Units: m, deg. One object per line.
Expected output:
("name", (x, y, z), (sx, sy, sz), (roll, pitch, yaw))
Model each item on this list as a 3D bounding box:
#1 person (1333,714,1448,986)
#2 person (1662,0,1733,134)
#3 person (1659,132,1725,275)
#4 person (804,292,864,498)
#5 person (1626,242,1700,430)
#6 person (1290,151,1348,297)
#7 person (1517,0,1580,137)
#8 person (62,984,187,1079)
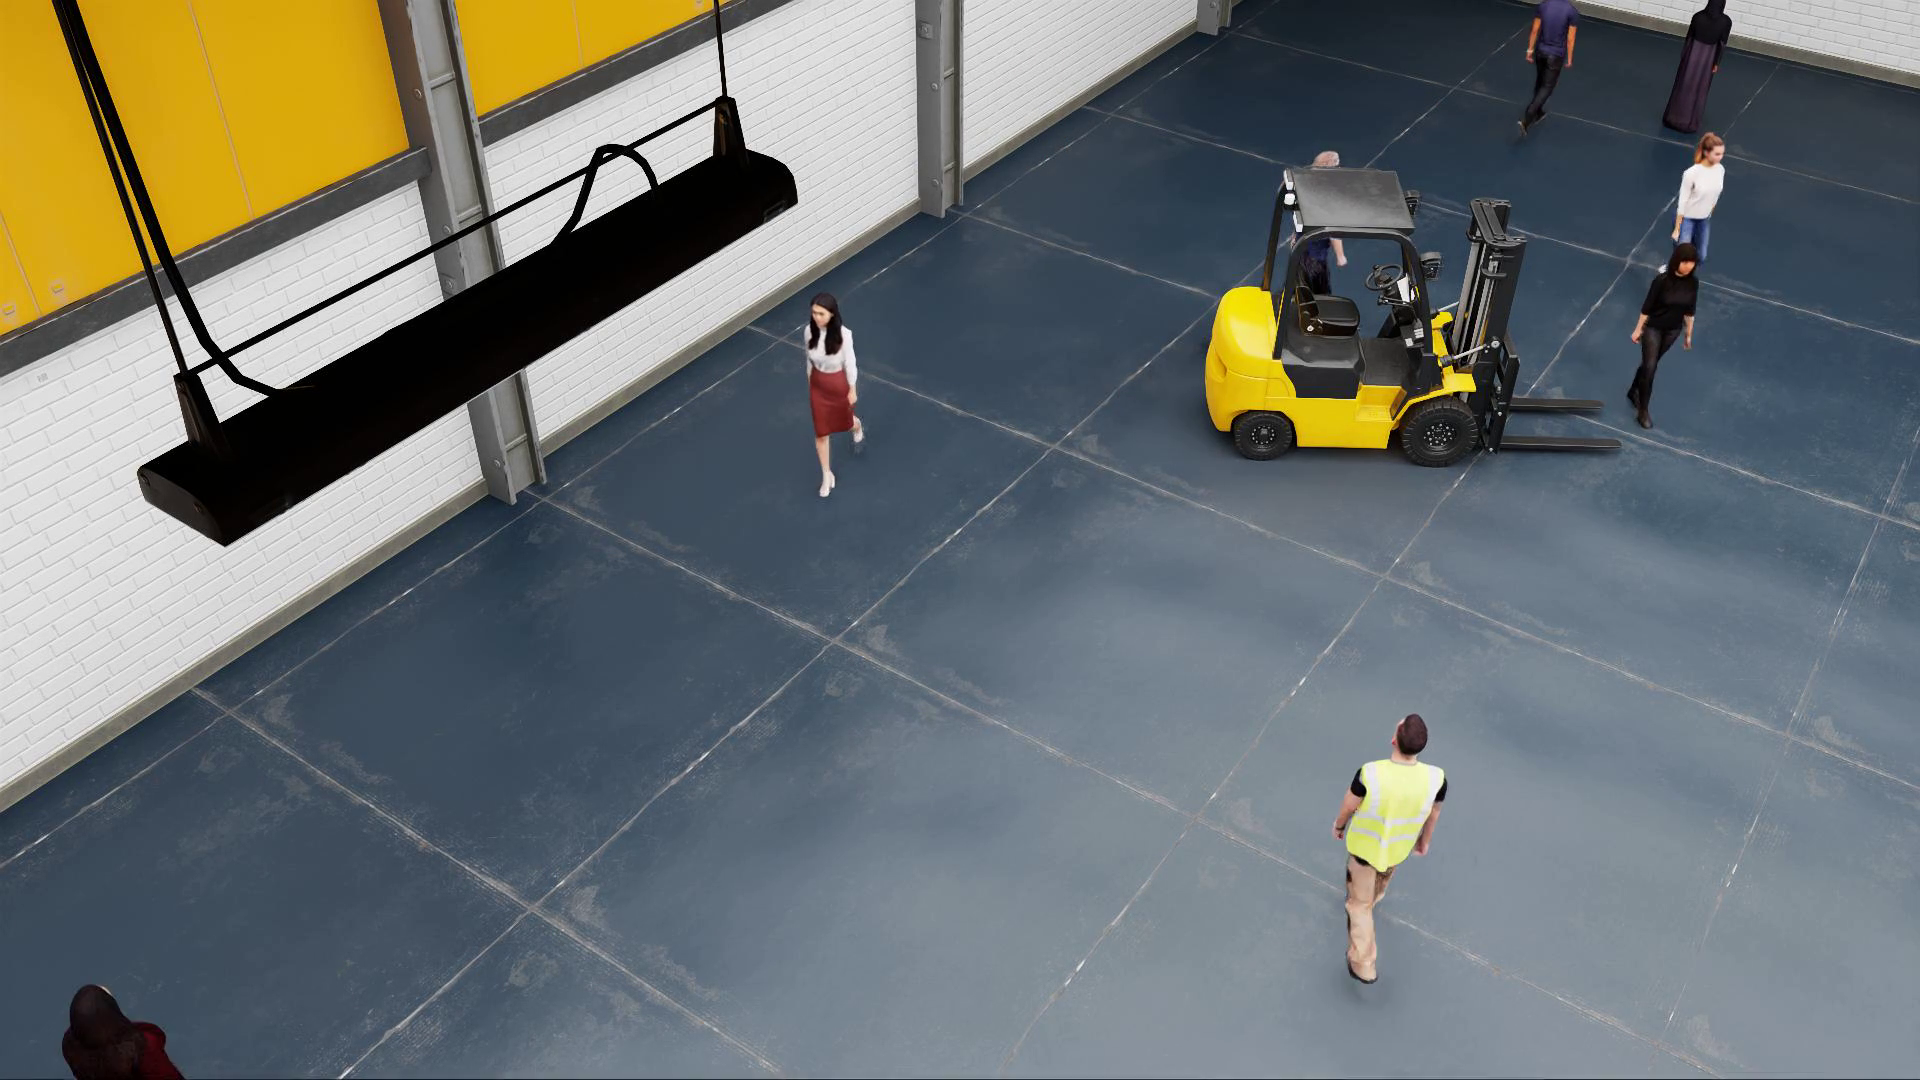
("person", (2.403, 1.754, 9.457), (1.139, 1.819, 1.258), (-3, 39, -3))
("person", (8.237, -5.364, 18.533), (0.622, 1.616, 0.629), (18, 42, 21))
("person", (6.749, -2.987, 15.482), (0.803, 1.709, 0.858), (-12, 40, -14))
("person", (-0.983, -1.206, 13.238), (0.783, 1.726, 1.083), (13, 40, 16))
("person", (5.907, -1.824, 14.094), (0.917, 1.624, 0.995), (-4, 39, -5))
("person", (3.055, -2.544, 14.838), (1.245, 1.821, 1.149), (-8, 39, -10))
("person", (6.482, -5.336, 18.378), (0.756, 1.765, 1.123), (30, 48, 32))
("person", (-4.040, 2.849, 8.161), (0.937, 1.727, 1.181), (7, 39, 9))
